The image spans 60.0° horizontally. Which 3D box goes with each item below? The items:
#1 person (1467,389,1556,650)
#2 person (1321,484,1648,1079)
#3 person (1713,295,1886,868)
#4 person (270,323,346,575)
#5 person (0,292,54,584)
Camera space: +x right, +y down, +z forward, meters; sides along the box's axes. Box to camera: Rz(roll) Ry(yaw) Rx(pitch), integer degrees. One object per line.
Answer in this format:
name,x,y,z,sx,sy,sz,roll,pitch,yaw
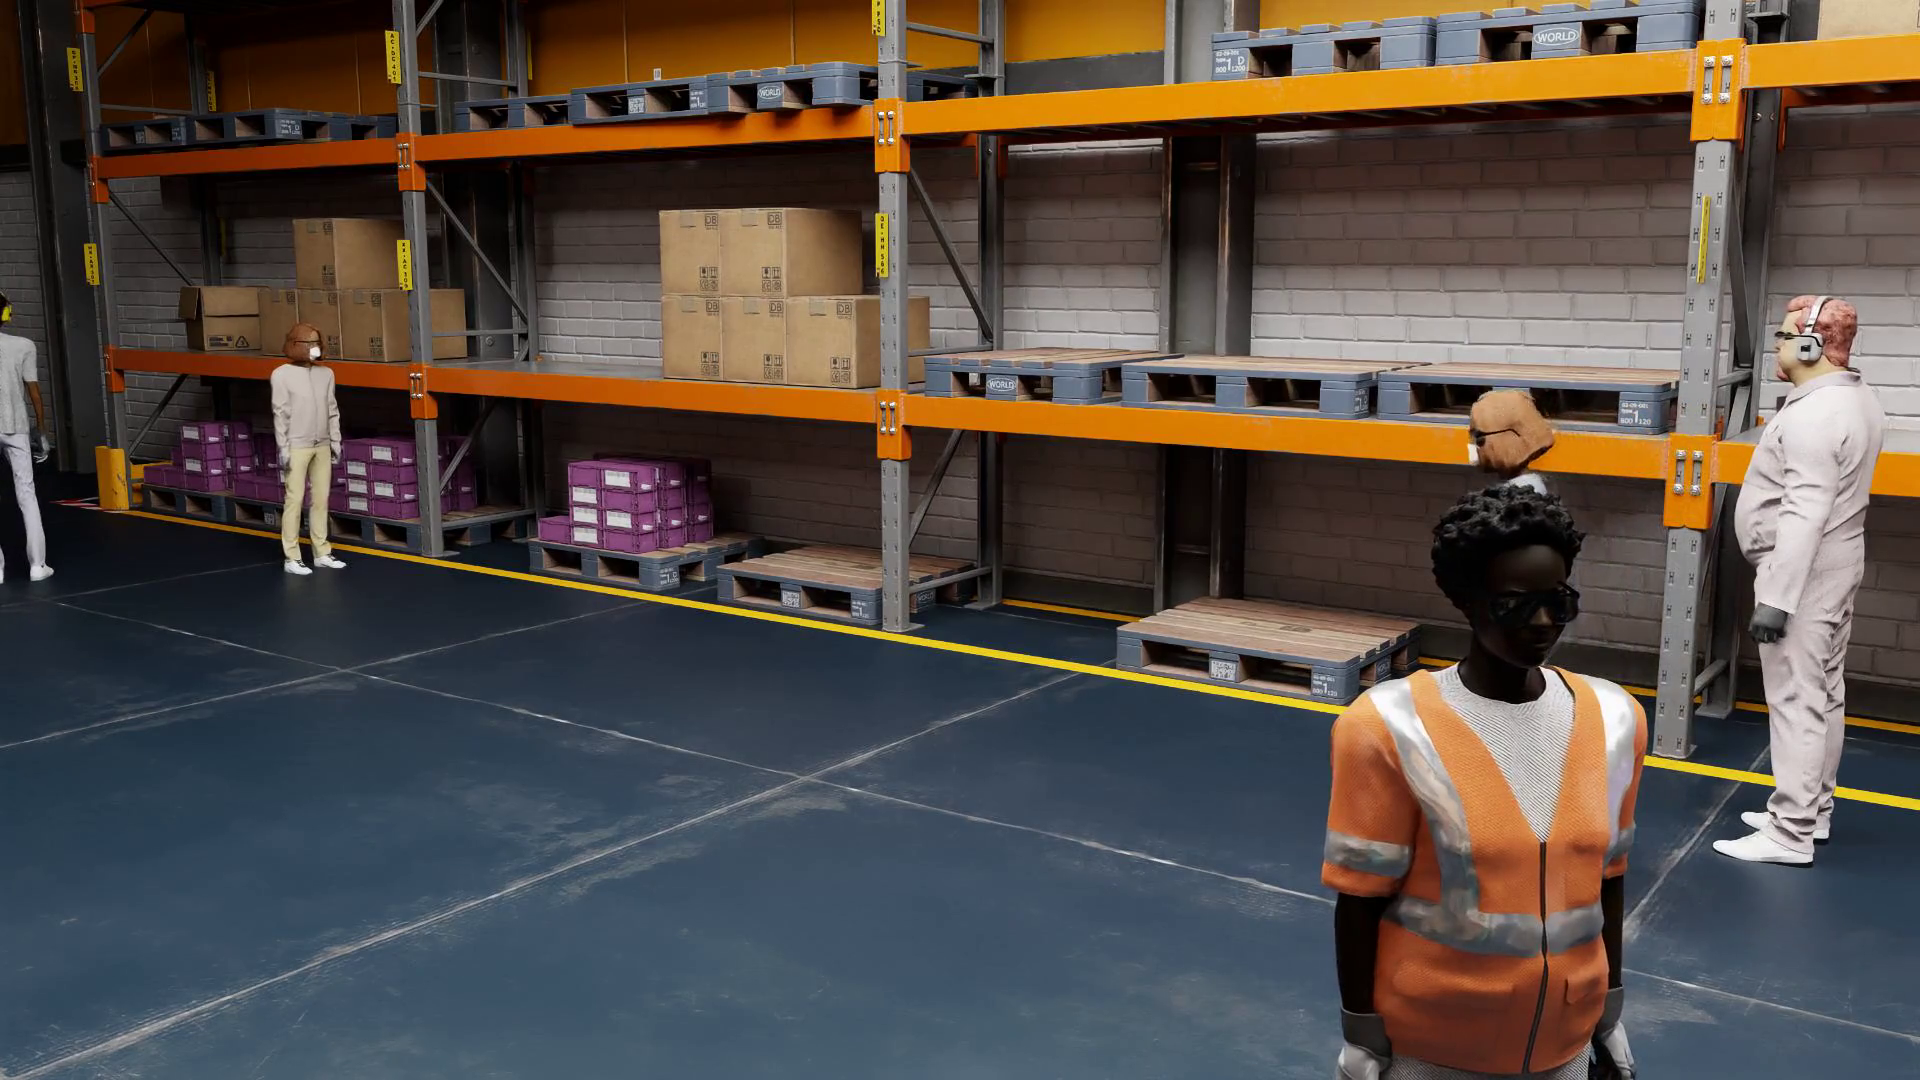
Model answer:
person,1.692,0.332,5.291,0.325,1.623,0.536,2,10,15
person,0.805,0.754,2.574,0.535,1.697,0.318,-2,10,-15
person,2.814,0.140,5.601,0.406,1.911,0.639,8,13,40
person,-4.234,-0.593,10.812,0.272,1.629,0.499,5,11,27
person,-6.031,-0.654,10.456,0.533,1.864,0.310,-5,11,-28
